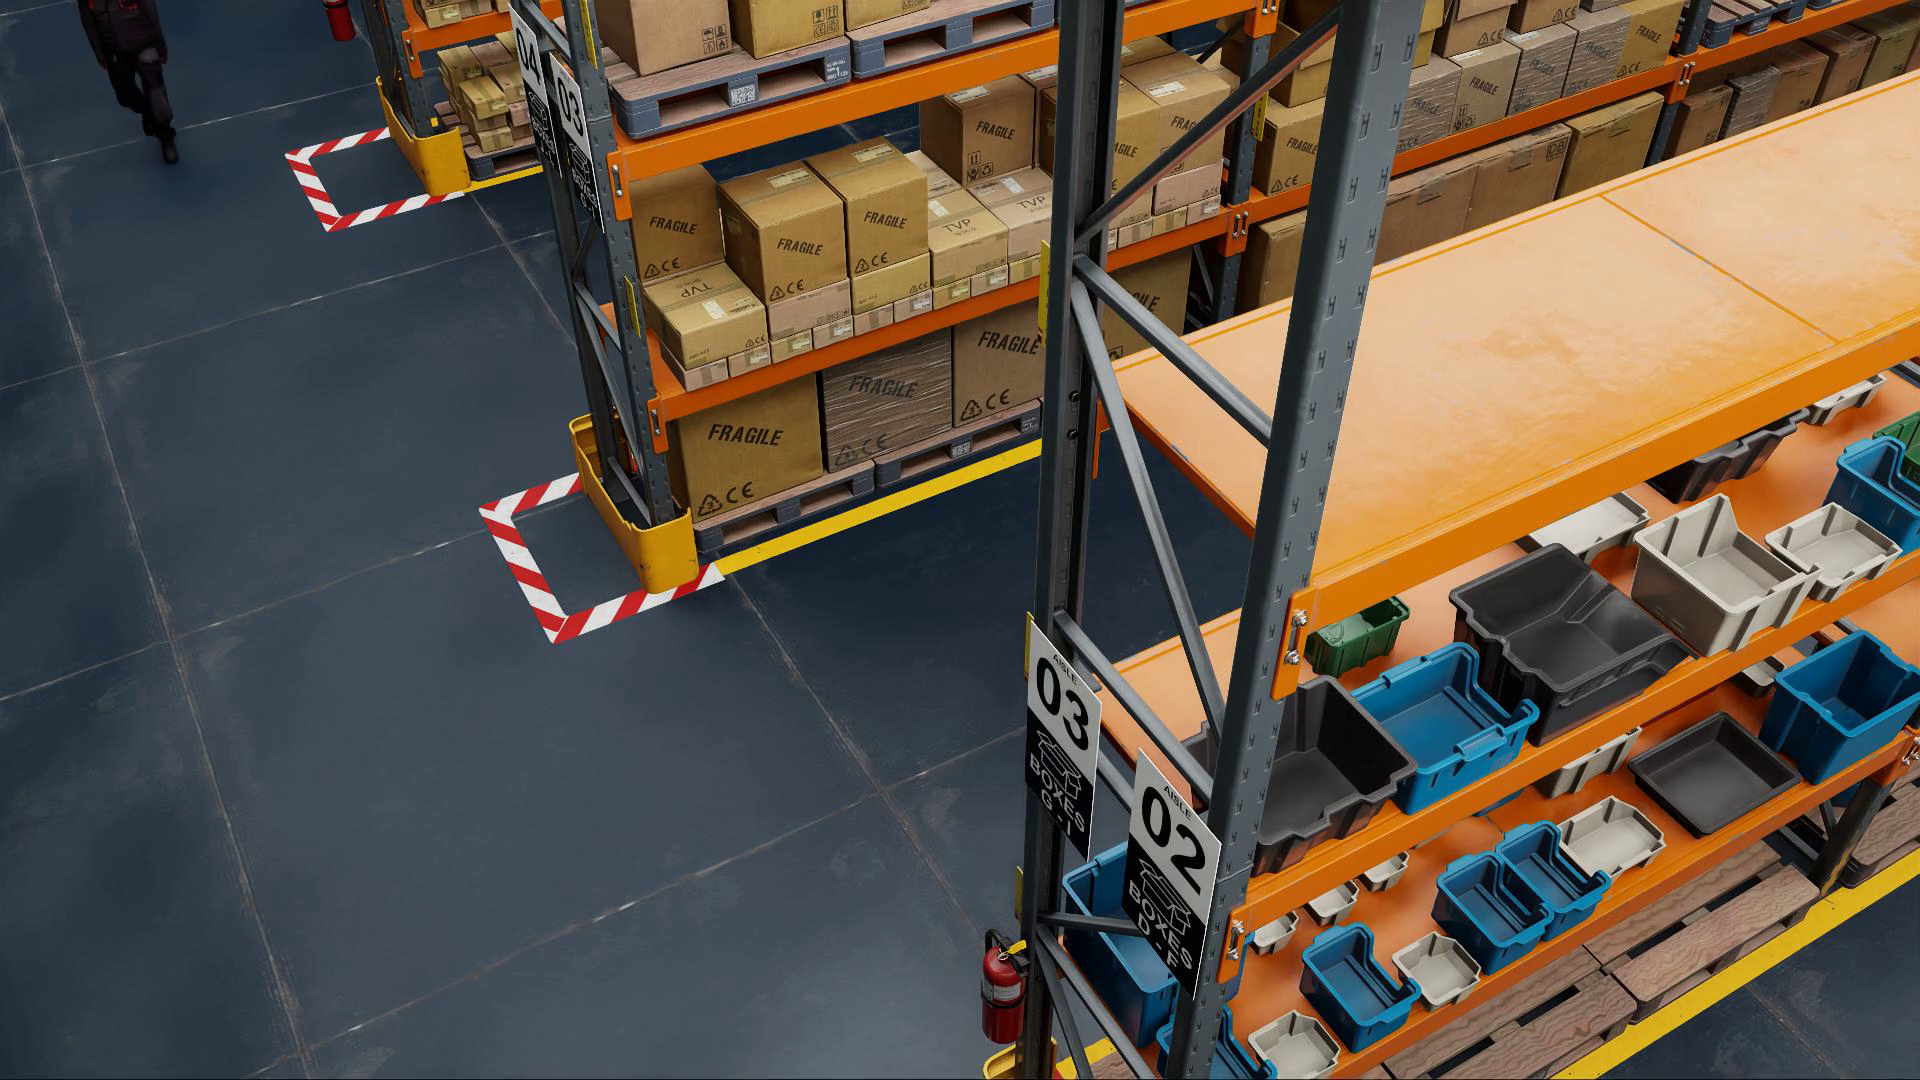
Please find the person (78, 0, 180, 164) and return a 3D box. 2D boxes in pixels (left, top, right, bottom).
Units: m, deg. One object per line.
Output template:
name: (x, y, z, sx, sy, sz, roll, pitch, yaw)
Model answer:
person: (-6.476, -3.903, 12.960, 0.894, 1.816, 0.873, -12, 44, -13)
